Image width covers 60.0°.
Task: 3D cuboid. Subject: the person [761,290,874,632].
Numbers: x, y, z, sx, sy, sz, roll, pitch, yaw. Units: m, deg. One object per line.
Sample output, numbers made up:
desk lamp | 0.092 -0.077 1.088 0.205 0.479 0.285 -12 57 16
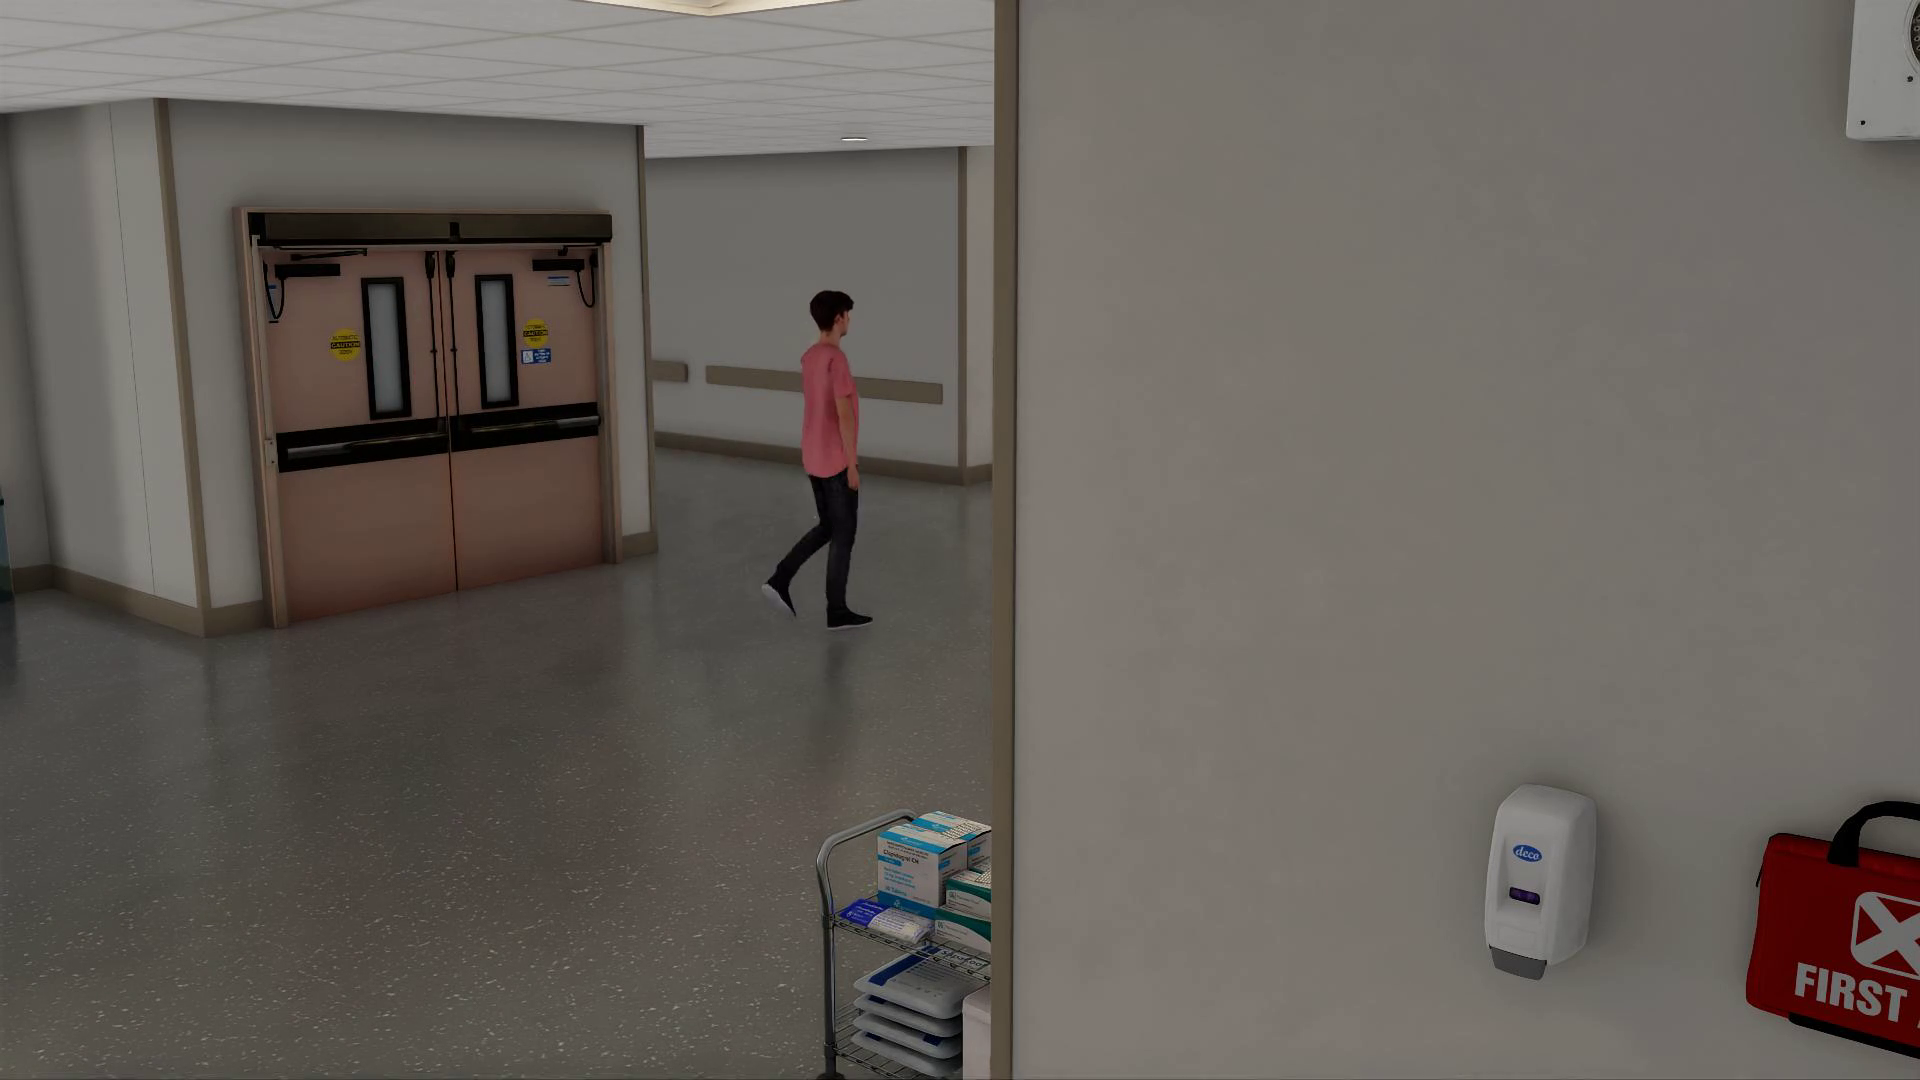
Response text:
person | -0.818 -0.419 9.407 0.973 1.944 0.793 -6 13 -31
